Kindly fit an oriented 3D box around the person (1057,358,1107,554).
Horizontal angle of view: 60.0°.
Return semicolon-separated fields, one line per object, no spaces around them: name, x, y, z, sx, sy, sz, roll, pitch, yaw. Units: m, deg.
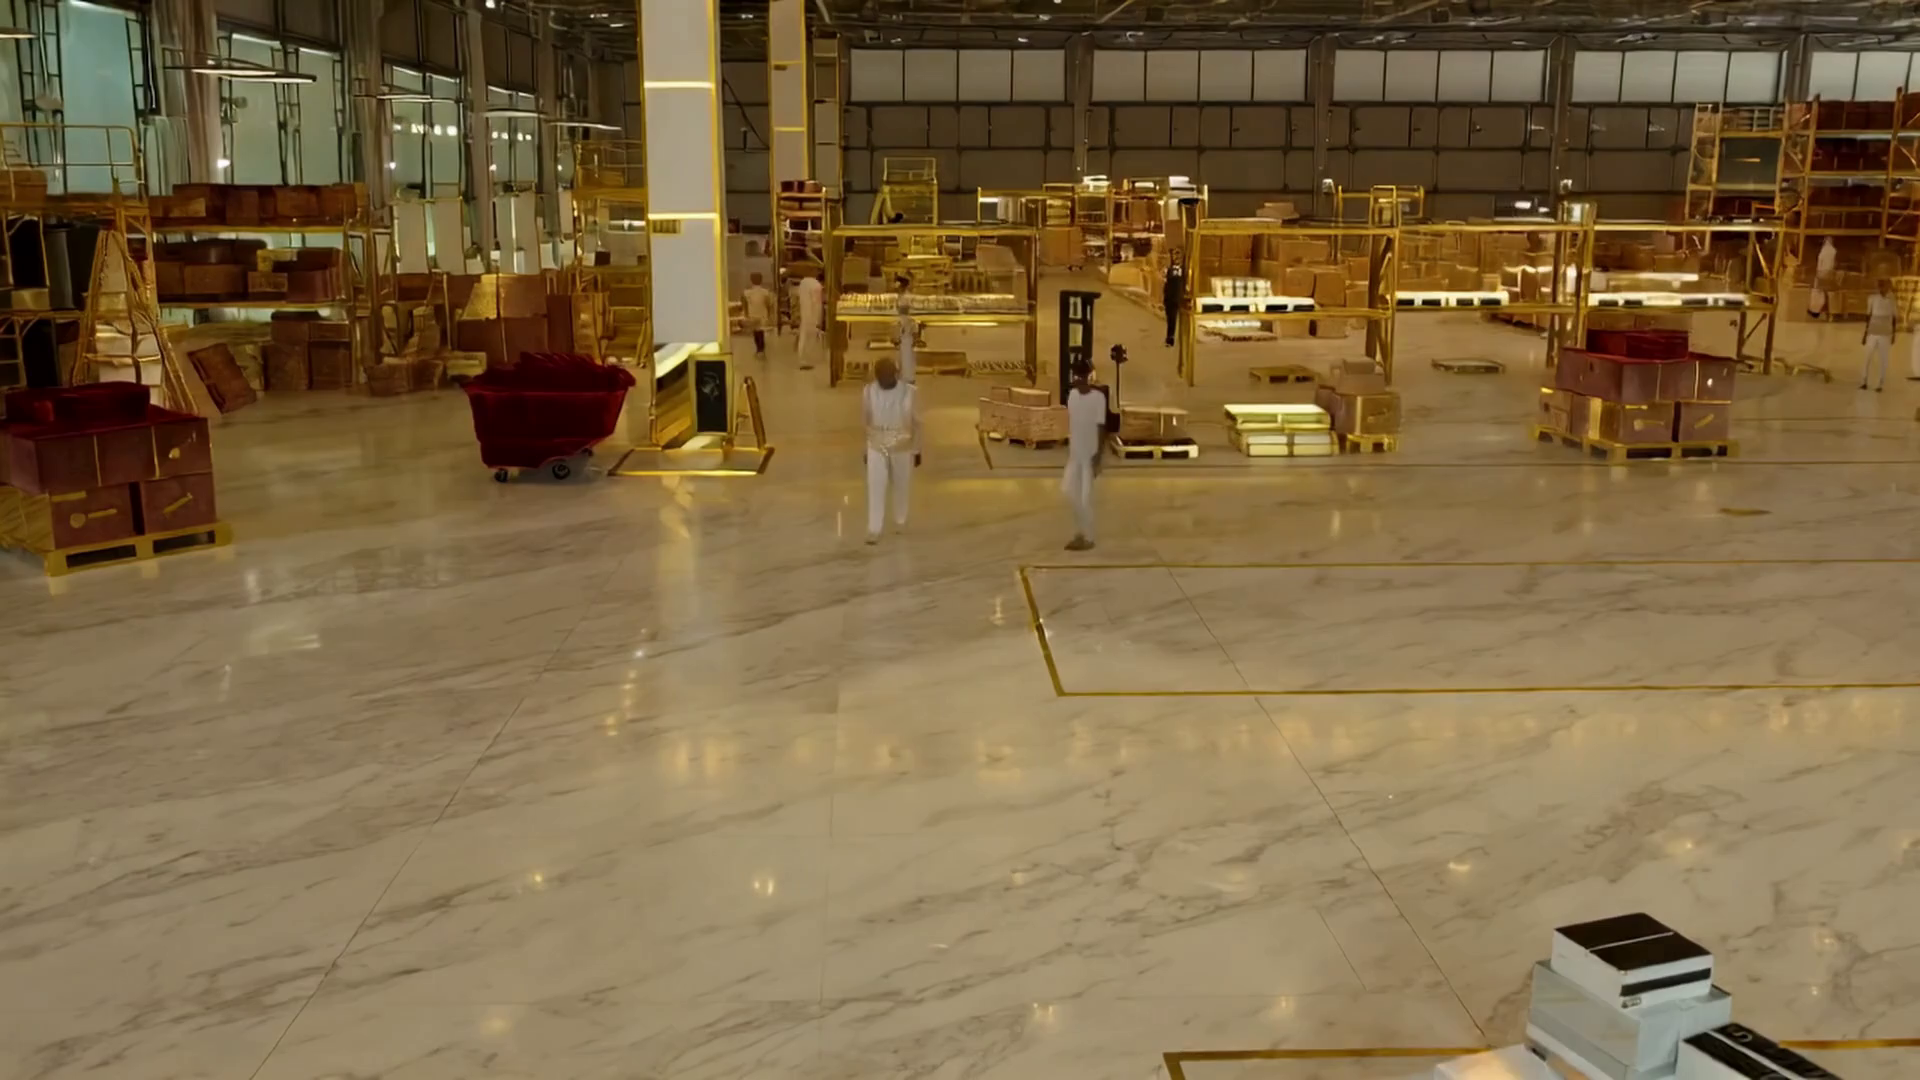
person;1.134;-0.778;15.561;0.454;1.853;0.560;-11;17;-41

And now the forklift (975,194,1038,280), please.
forklift;1.522;-10.149;55.546;1.873;2.768;1.129;-7;14;-30

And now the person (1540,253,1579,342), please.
person;12.758;-5.131;35.196;0.730;1.879;1.041;-6;14;-27

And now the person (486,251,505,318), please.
person;-11.440;-6.266;40.859;0.518;1.633;0.314;12;17;42

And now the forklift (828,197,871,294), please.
forklift;-3.562;-8.625;48.665;1.873;2.768;1.129;0;12;-2

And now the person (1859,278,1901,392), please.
person;15.057;-3.360;27.227;0.333;1.860;0.510;-12;17;-43

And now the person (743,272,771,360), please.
person;-3.867;-4.298;31.913;0.526;1.664;0.863;-8;15;-33

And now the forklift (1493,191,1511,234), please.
forklift;20.416;-11.777;62.894;1.873;2.768;1.129;0;12;-2

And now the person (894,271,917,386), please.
person;-0.915;-3.541;27.878;0.364;1.928;0.587;3;13;13

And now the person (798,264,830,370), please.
person;-2.609;-4.051;30.226;0.911;1.900;0.655;-12;17;-43

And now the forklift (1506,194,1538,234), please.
forklift;18.475;-10.006;54.899;1.129;2.768;1.873;-1;13;-3

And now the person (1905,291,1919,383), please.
person;16.455;-3.602;28.291;0.566;1.867;0.581;-4;13;-19

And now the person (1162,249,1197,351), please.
person;4.355;-4.803;33.319;0.684;2.000;0.535;8;15;31

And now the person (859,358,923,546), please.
person;-0.675;-0.855;16.060;0.638;1.793;0.957;1;13;4

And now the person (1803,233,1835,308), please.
person;22.742;-7.056;43.660;0.617;1.960;0.881;-7;14;-27

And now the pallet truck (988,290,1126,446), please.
pallet truck;1.257;-2.299;22.111;1.885;1.965;0.823;-9;15;-35

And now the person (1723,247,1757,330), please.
person;17.776;-5.747;37.938;0.648;1.887;1.011;5;13;22

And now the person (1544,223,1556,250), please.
person;18.884;-9.103;52.967;0.552;1.934;0.373;3;13;13
